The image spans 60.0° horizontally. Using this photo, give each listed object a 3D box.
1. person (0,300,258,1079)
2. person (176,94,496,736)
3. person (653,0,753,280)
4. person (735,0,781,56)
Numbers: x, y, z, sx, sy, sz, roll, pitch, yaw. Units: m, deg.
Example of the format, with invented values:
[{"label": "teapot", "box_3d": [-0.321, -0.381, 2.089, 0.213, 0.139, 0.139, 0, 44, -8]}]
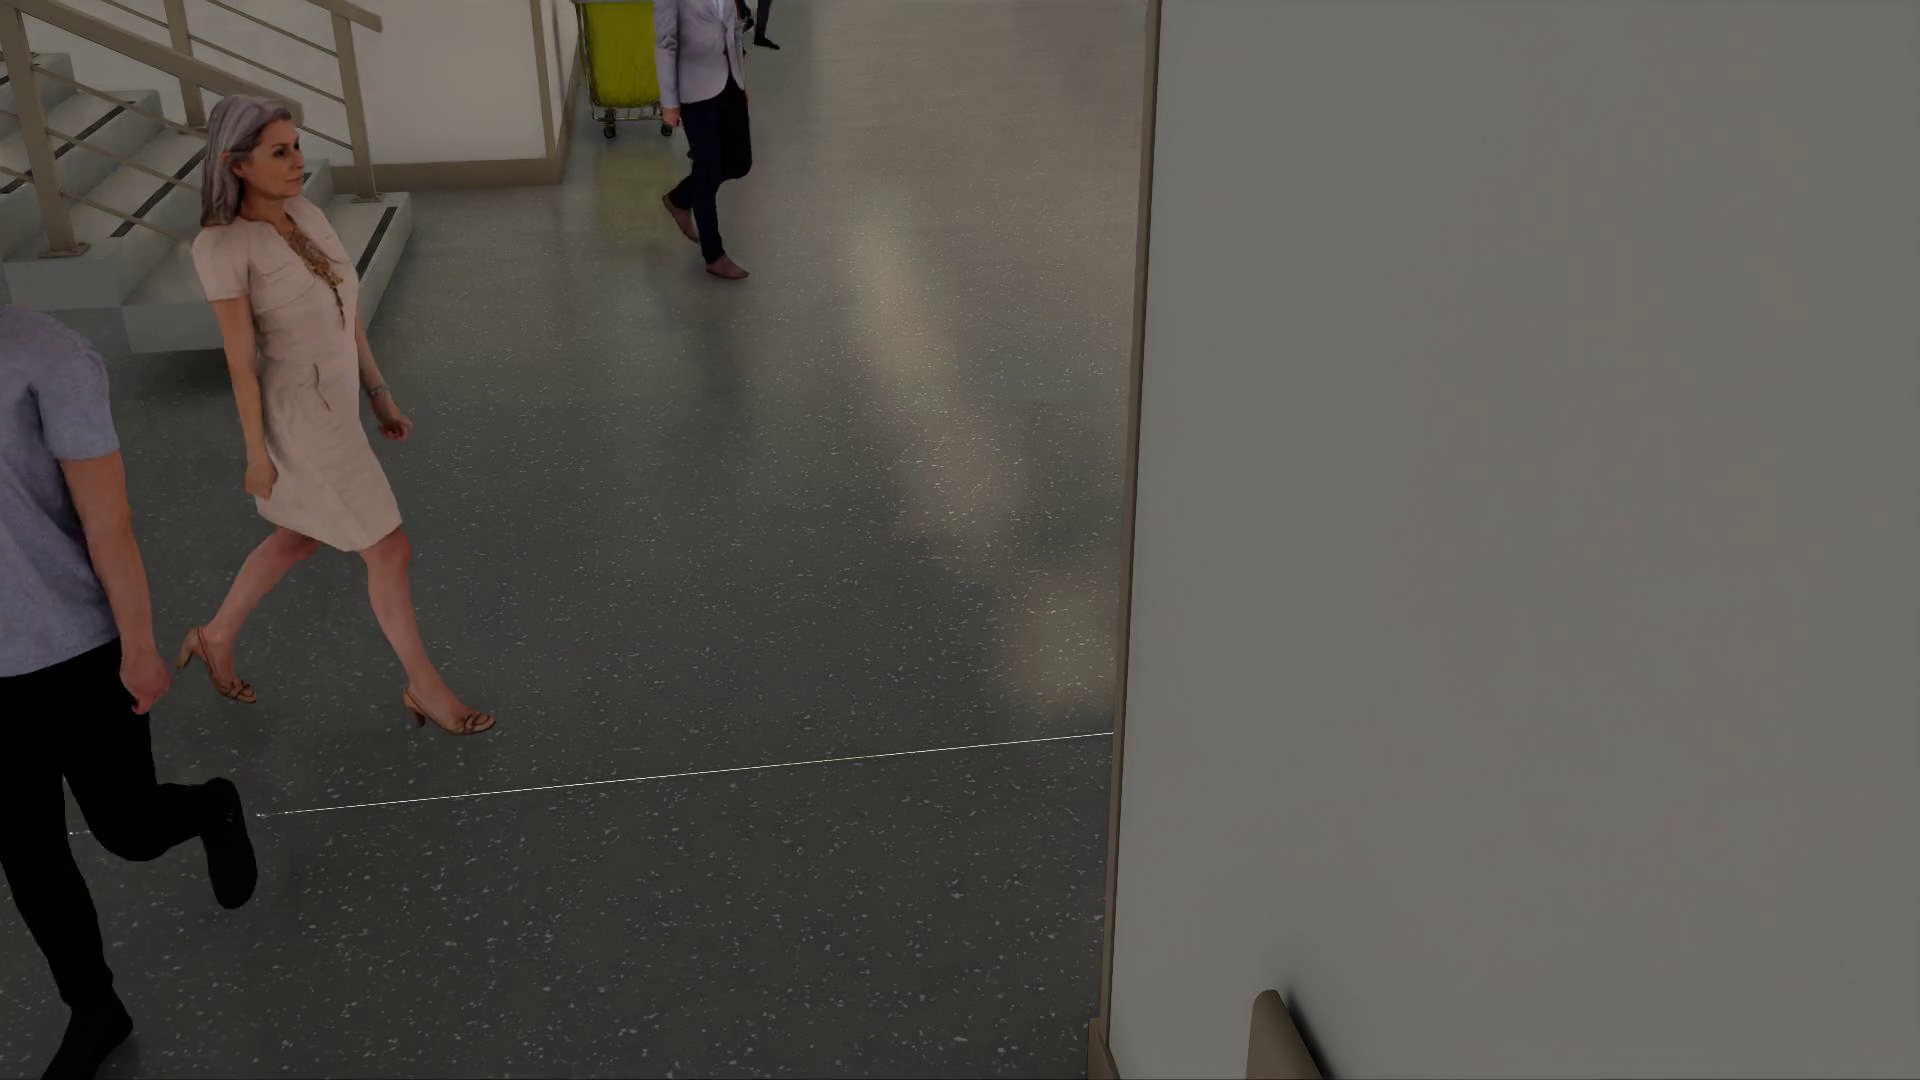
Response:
[{"label": "person", "box_3d": [-1.728, 0.169, 3.214, 0.979, 1.847, 0.866, 2, 26, 4]}, {"label": "person", "box_3d": [-1.747, -0.253, 4.261, 1.184, 1.697, 0.788, 1, 26, 3]}, {"label": "person", "box_3d": [-1.305, -2.239, 8.219, 1.043, 1.838, 0.990, 19, 31, 33]}, {"label": "person", "box_3d": [-1.925, -4.968, 14.024, 0.693, 1.711, 0.856, -18, 31, -33]}]
